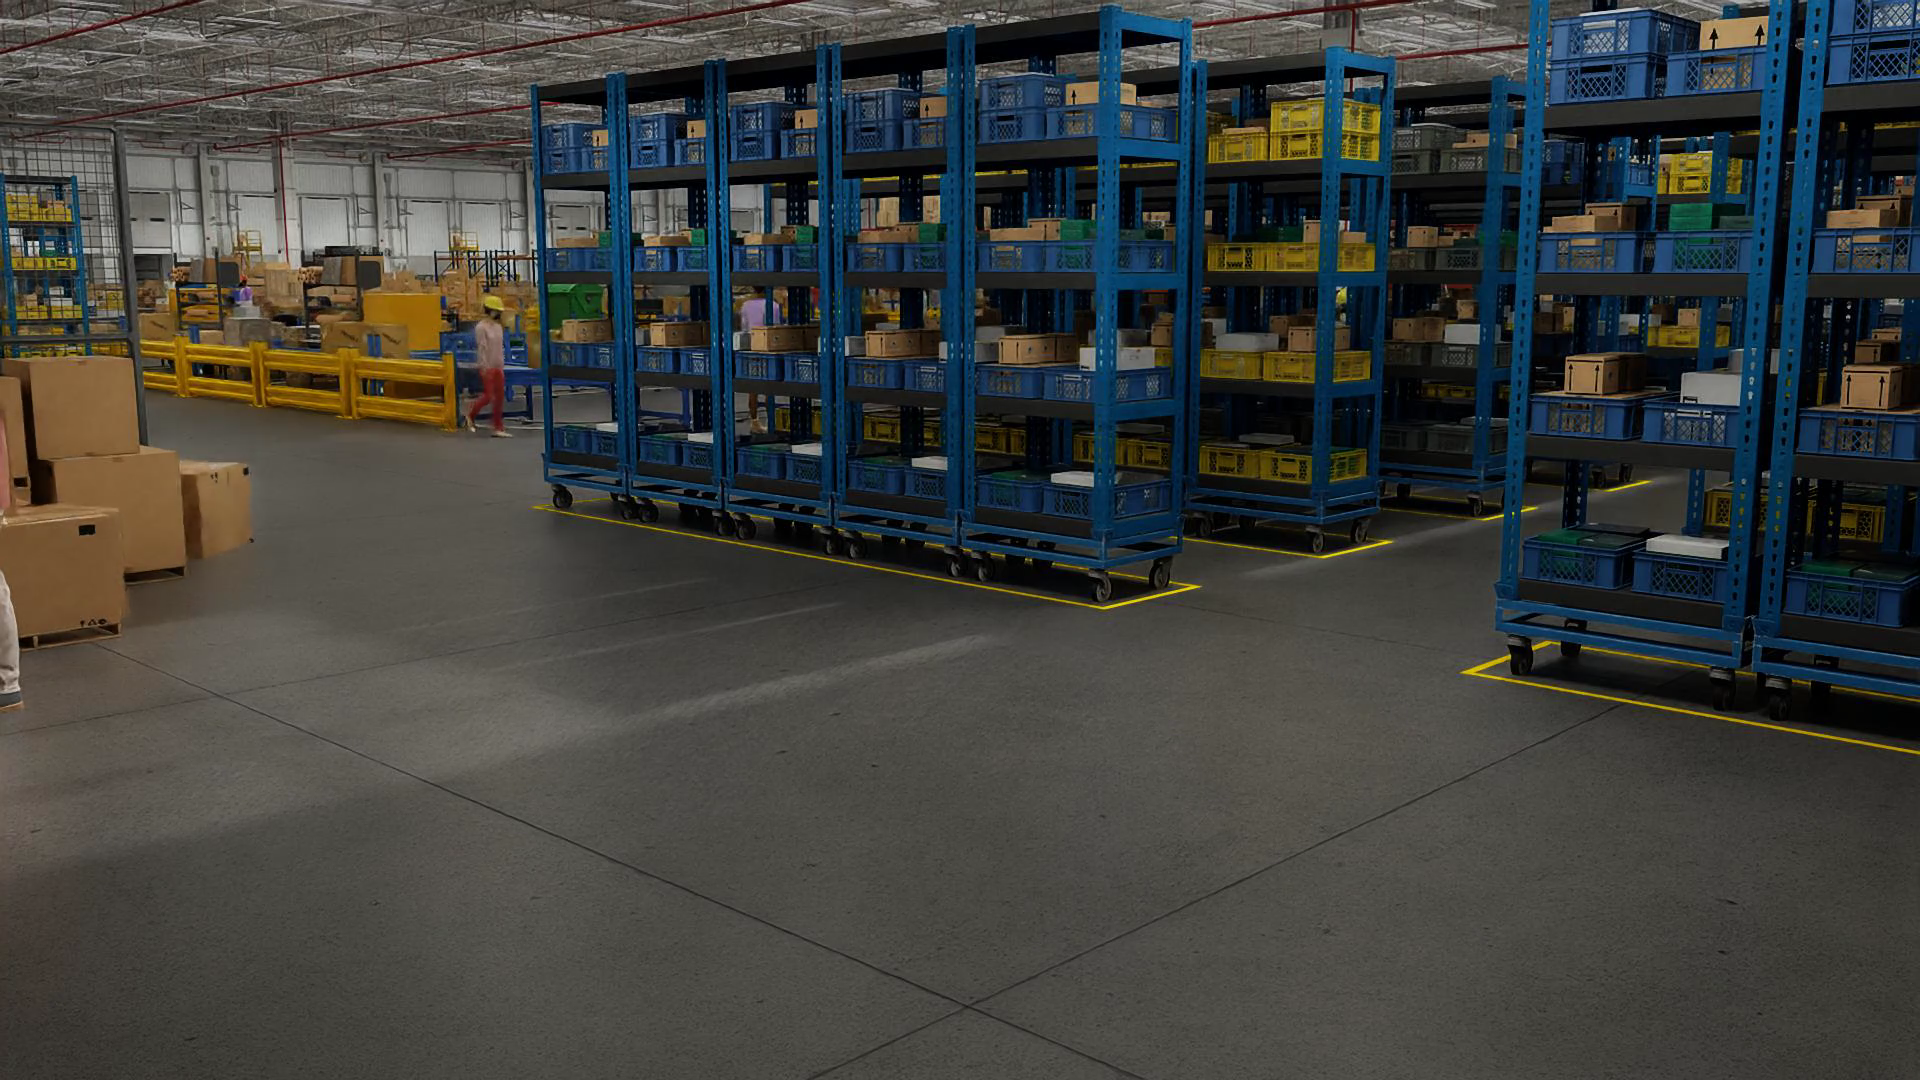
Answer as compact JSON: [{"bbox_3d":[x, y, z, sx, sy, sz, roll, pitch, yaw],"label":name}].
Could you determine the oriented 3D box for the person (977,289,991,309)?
[{"bbox_3d":[0.831,-7.754,54.096,0.613,2.028,0.465,-6,11,-33],"label":"person"}]

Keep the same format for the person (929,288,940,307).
[{"bbox_3d":[-0.830,-7.939,56.480,0.501,1.620,0.357,-8,12,-41],"label":"person"}]

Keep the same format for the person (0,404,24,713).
[{"bbox_3d":[-4.622,-0.168,7.709,0.393,1.986,0.611,-7,11,-35],"label":"person"}]

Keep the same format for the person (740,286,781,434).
[{"bbox_3d":[-2.448,-2.332,20.804,0.606,2.044,0.373,6,11,33],"label":"person"}]

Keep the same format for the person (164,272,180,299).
[{"bbox_3d":[-32.650,-10.131,68.910,0.605,1.949,0.399,-4,10,-22],"label":"person"}]

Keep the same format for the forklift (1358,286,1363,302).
[{"bbox_3d":[11.100,-7.017,46.970,1.873,2.768,1.129,9,13,43],"label":"forklift"}]

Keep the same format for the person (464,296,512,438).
[{"bbox_3d":[-5.786,-2.110,20.350,0.525,1.739,0.554,3,10,19],"label":"person"}]

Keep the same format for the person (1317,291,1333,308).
[{"bbox_3d":[5.436,-2.924,25.037,0.373,1.843,0.571,-2,9,-9],"label":"person"}]

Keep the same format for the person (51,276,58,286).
[{"bbox_3d":[-35.296,-9.473,65.239,0.593,1.838,0.982,1,9,7],"label":"person"}]

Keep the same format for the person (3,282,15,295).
[{"bbox_3d":[-45.938,-11.934,80.444,0.435,1.803,0.720,0,9,2],"label":"person"}]

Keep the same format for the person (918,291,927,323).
[{"bbox_3d":[-1.035,-5.630,41.715,0.403,1.820,0.603,-4,10,-22],"label":"person"}]

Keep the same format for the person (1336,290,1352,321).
[{"bbox_3d":[4.609,-2.070,19.959,0.617,1.834,0.568,-2,9,-10],"label":"person"}]

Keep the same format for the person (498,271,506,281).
[{"bbox_3d":[-25.642,-14.039,92.958,0.603,1.921,0.394,-3,10,-20],"label":"person"}]

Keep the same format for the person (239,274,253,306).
[{"bbox_3d":[-19.045,-6.115,44.332,0.375,1.934,0.547,-8,12,-40],"label":"person"}]

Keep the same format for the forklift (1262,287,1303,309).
[{"bbox_3d":[10.769,-8.203,54.240,1.129,2.768,1.873,8,12,42],"label":"forklift"}]

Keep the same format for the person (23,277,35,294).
[{"bbox_3d":[-31.191,-7.996,55.965,0.952,1.889,0.562,-4,10,-23],"label":"person"}]
